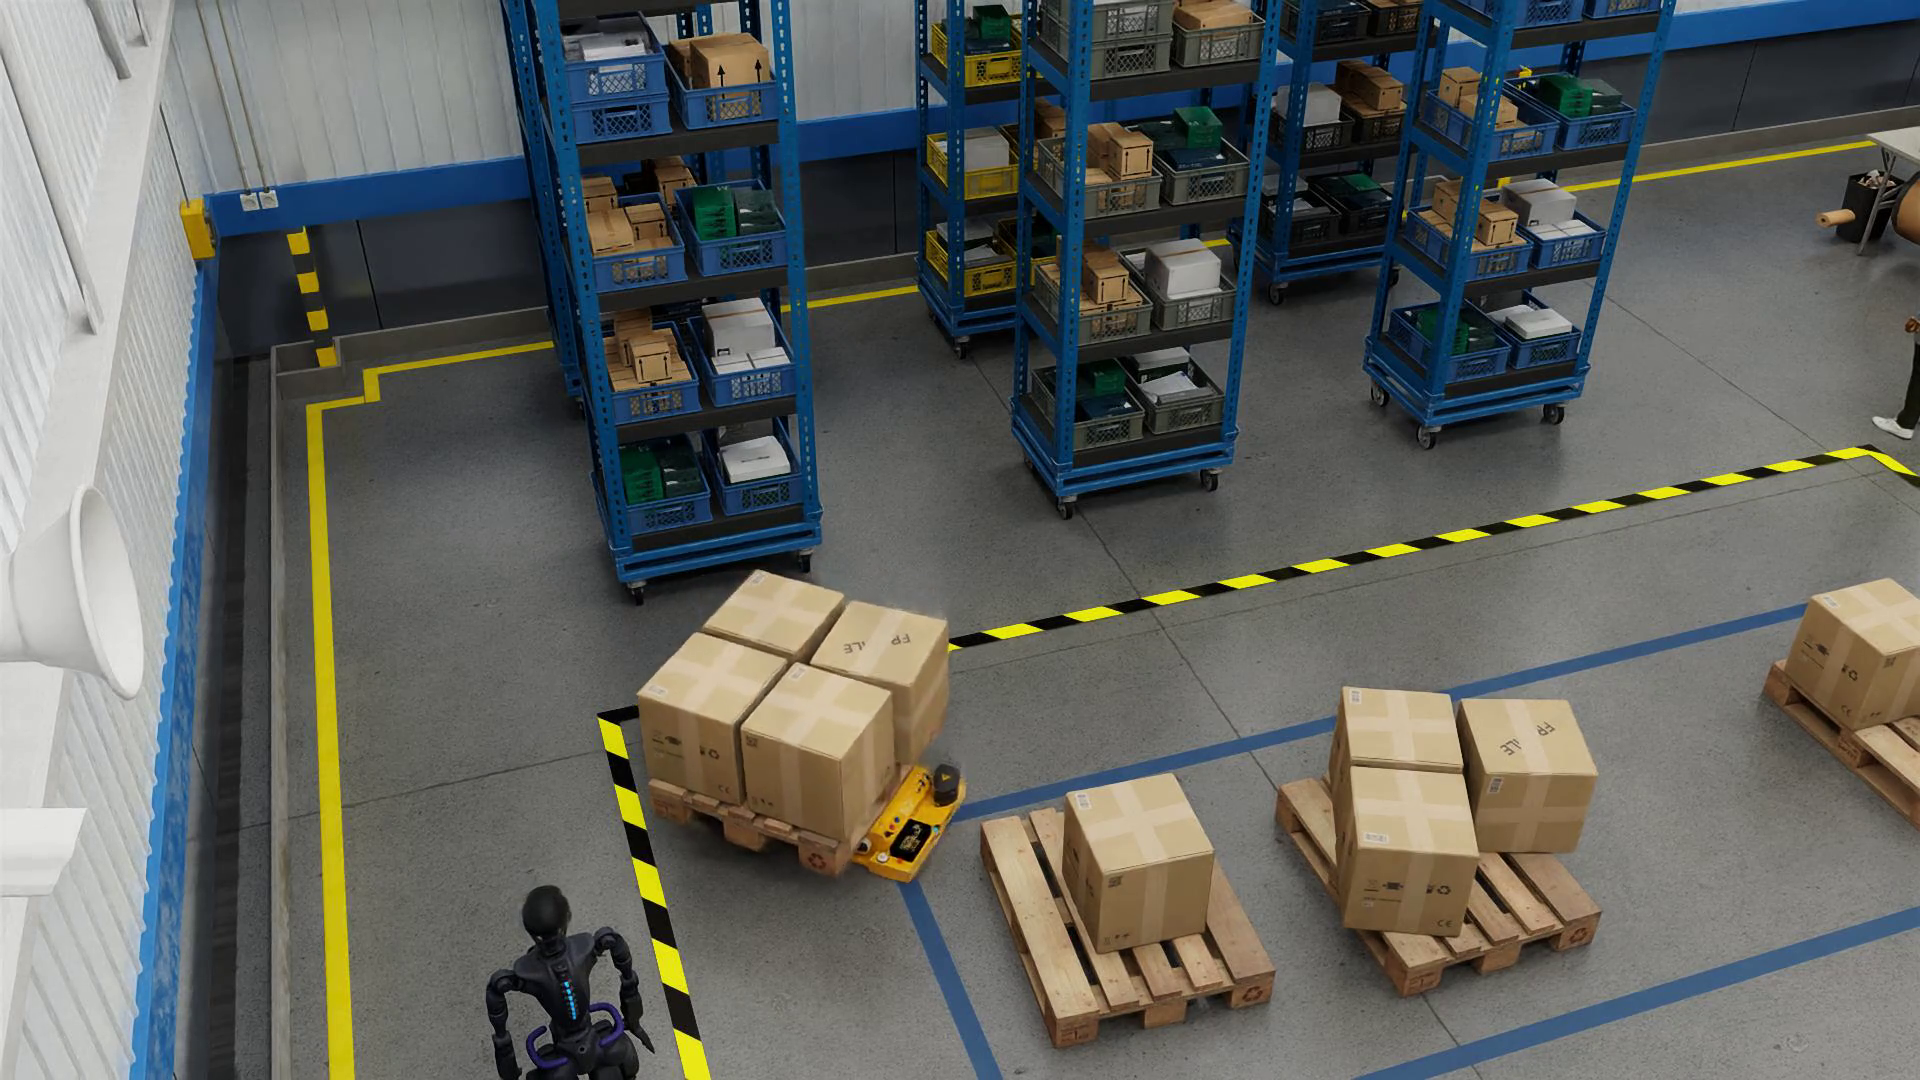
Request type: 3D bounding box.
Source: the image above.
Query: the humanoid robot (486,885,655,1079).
[{"bbox_3d":[-1.420,1.903,6.124,0.599,1.655,0.315,-18,39,-24],"label":"humanoid robot"}]

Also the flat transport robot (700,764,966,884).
[{"bbox_3d":[-0.754,1.215,8.309,1.431,0.197,0.652,15,38,20],"label":"flat transport robot"}]

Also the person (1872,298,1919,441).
[{"bbox_3d":[6.439,-1.516,10.831,0.588,1.852,0.400,-9,36,-12],"label":"person"}]
